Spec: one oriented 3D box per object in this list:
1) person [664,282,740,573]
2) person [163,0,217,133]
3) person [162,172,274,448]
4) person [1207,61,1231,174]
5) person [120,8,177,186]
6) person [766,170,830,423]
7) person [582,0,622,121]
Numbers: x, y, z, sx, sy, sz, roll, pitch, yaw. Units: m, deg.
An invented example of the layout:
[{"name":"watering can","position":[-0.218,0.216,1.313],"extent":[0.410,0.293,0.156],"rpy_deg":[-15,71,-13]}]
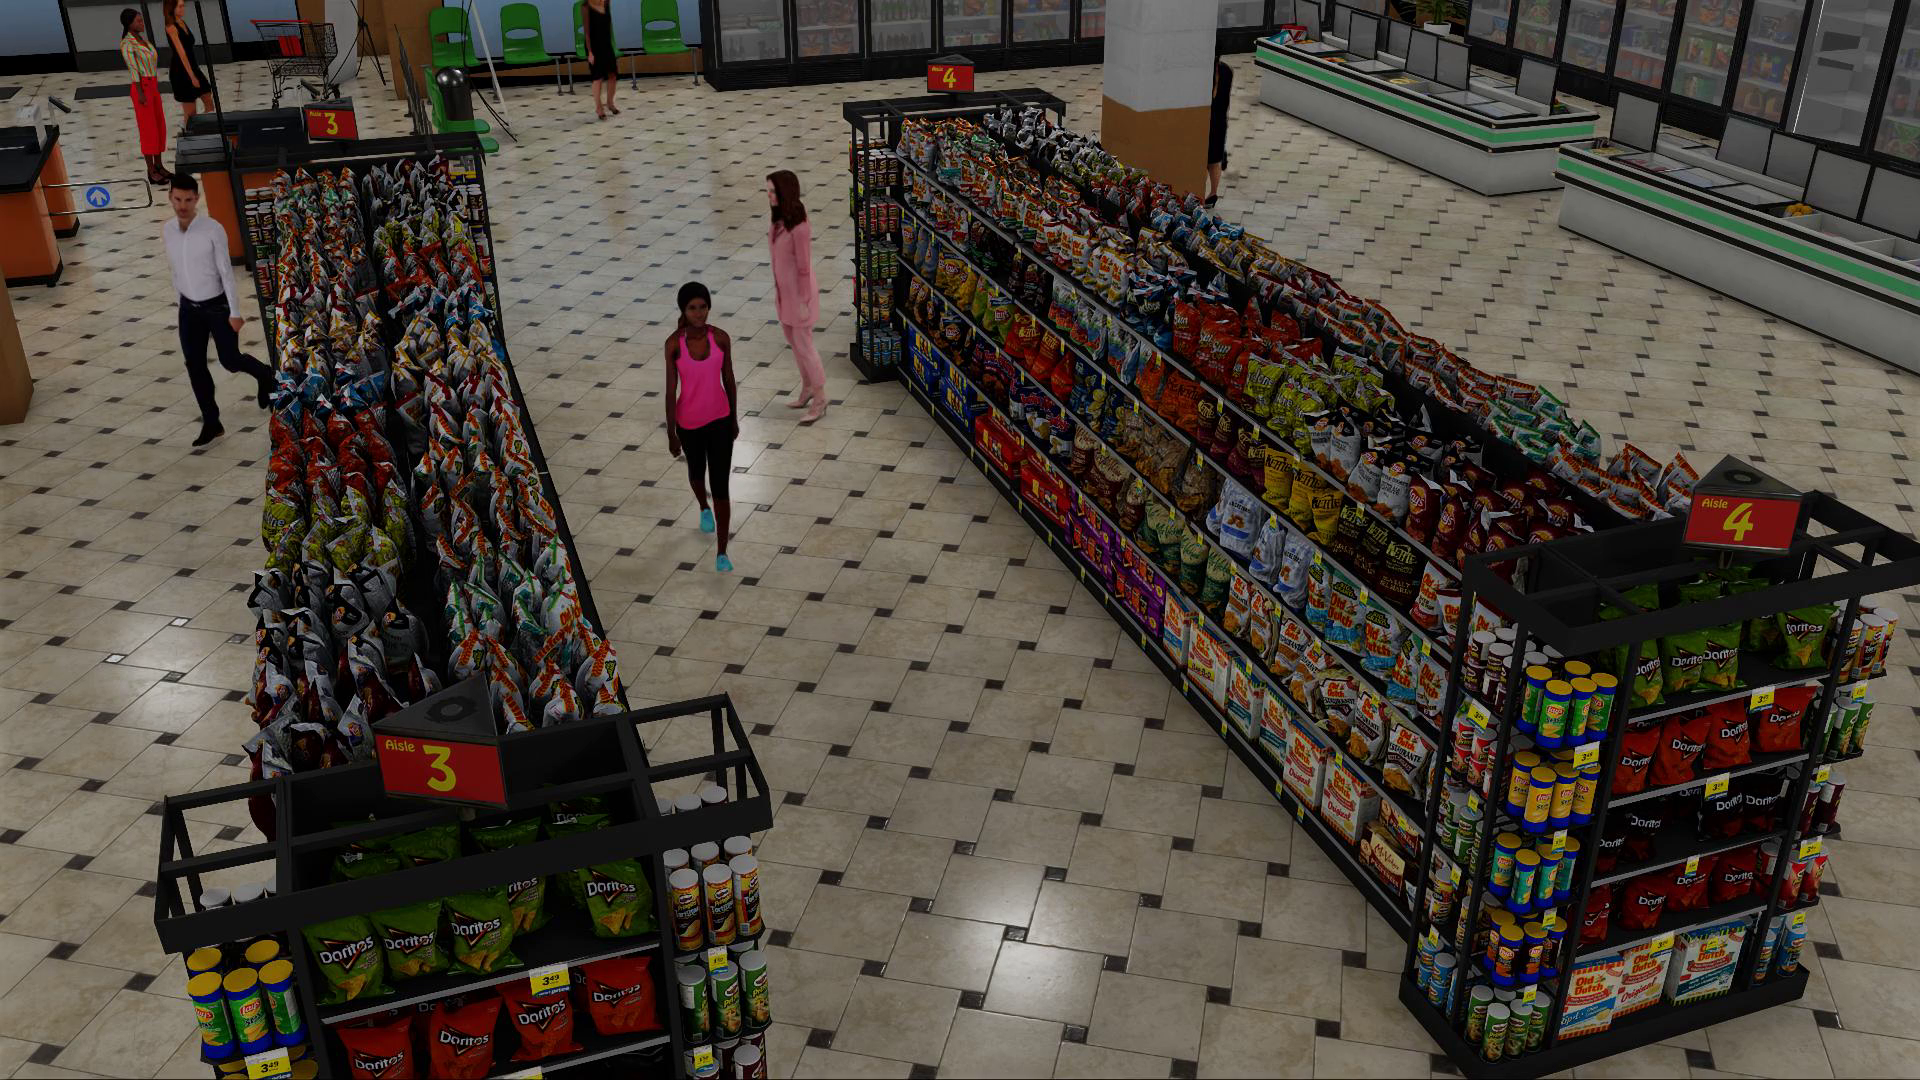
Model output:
[{"name":"person","position":[-1.521,-0.697,9.783],"extent":[0.676,1.668,1.172],"rpy_deg":[-6,27,-11]},{"name":"person","position":[-8.489,-4.988,18.077],"extent":[0.731,1.819,0.670],"rpy_deg":[0,27,0]},{"name":"person","position":[-5.094,-1.618,11.418],"extent":[1.006,1.833,1.216],"rpy_deg":[6,27,11]},{"name":"person","position":[2.763,-4.536,17.884],"extent":[0.519,1.187,0.647],"rpy_deg":[-13,30,-24]},{"name":"person","position":[-8.528,-4.647,17.436],"extent":[0.723,1.792,0.578],"rpy_deg":[-1,27,-2]},{"name":"person","position":[-1.139,-1.719,11.665],"extent":[0.701,1.788,0.580],"rpy_deg":[-14,30,-26]},{"name":"person","position":[-4.356,-5.916,20.035],"extent":[0.773,1.704,0.742],"rpy_deg":[15,31,27]}]
